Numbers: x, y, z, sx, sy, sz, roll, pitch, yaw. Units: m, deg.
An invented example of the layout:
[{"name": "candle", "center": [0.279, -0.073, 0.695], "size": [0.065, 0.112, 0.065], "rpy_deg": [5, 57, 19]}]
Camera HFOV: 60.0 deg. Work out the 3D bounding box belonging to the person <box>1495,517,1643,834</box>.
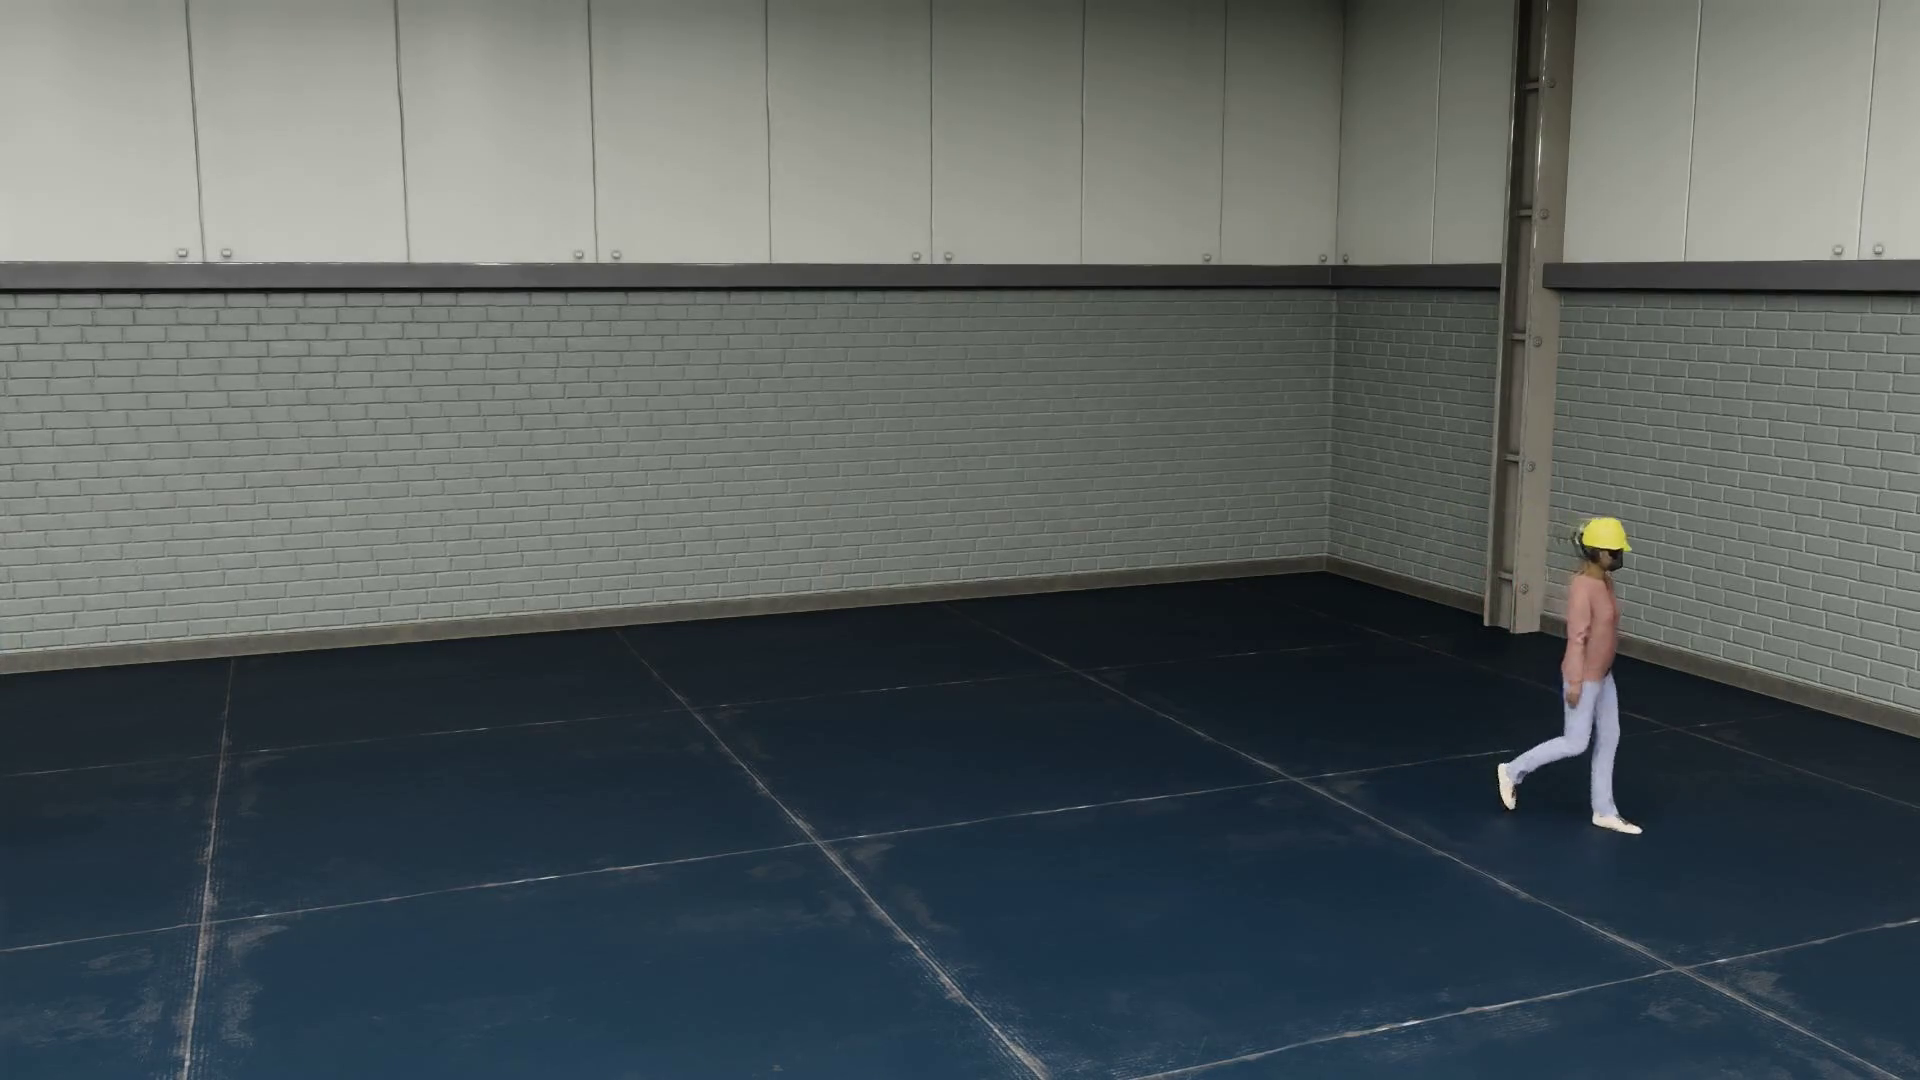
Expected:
[{"name": "person", "center": [3.372, 0.727, 9.099], "size": [0.704, 1.748, 0.531], "rpy_deg": [7, 11, 38]}]
